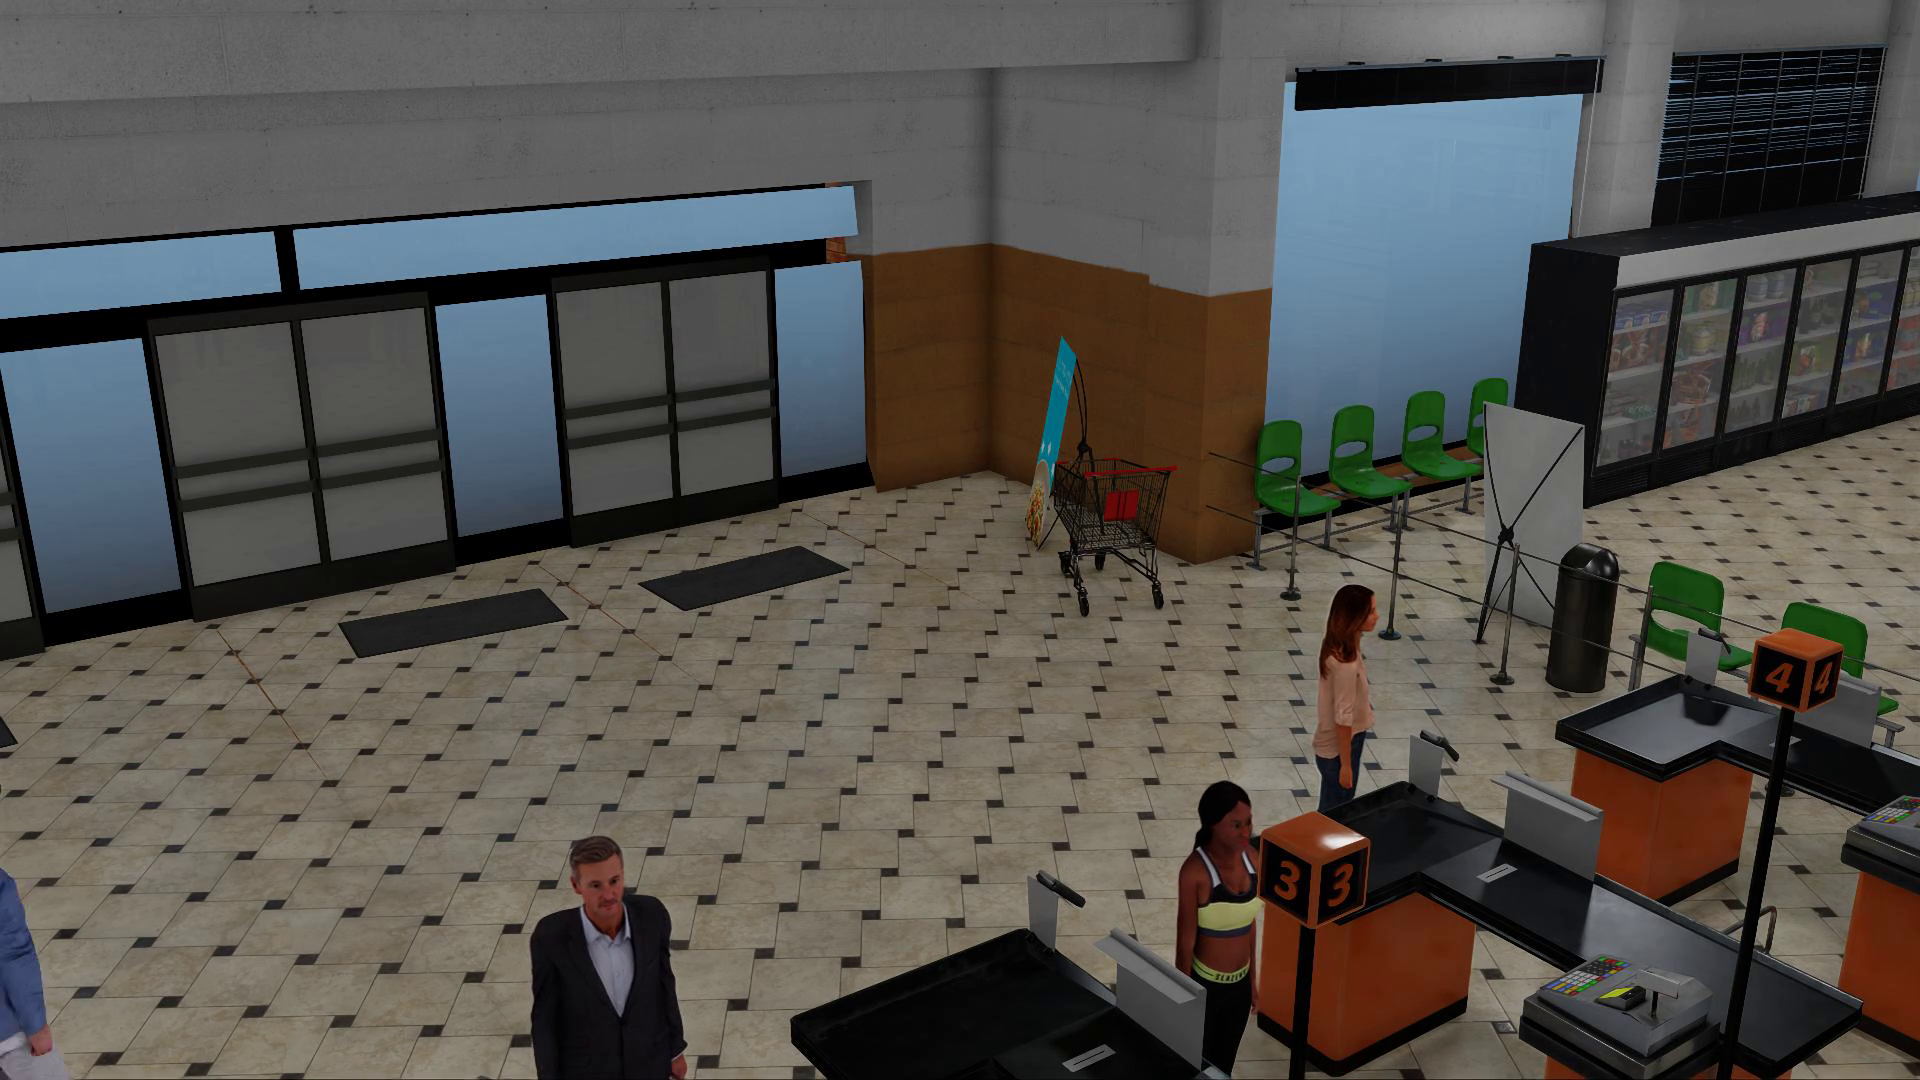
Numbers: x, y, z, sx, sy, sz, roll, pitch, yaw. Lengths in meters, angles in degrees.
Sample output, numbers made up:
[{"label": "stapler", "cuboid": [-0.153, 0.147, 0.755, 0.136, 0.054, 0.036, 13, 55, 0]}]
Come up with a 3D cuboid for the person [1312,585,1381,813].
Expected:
[{"label": "person", "cuboid": [1.906, 1.062, 8.388, 0.723, 1.791, 0.666, 4, 19, 10]}]

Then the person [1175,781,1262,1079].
[{"label": "person", "cuboid": [0.971, 1.737, 6.444, 0.556, 1.754, 0.514, -12, 22, -31]}]

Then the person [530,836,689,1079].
[{"label": "person", "cuboid": [-1.235, 1.872, 5.907, 0.718, 1.842, 0.593, -11, 22, -30]}]
